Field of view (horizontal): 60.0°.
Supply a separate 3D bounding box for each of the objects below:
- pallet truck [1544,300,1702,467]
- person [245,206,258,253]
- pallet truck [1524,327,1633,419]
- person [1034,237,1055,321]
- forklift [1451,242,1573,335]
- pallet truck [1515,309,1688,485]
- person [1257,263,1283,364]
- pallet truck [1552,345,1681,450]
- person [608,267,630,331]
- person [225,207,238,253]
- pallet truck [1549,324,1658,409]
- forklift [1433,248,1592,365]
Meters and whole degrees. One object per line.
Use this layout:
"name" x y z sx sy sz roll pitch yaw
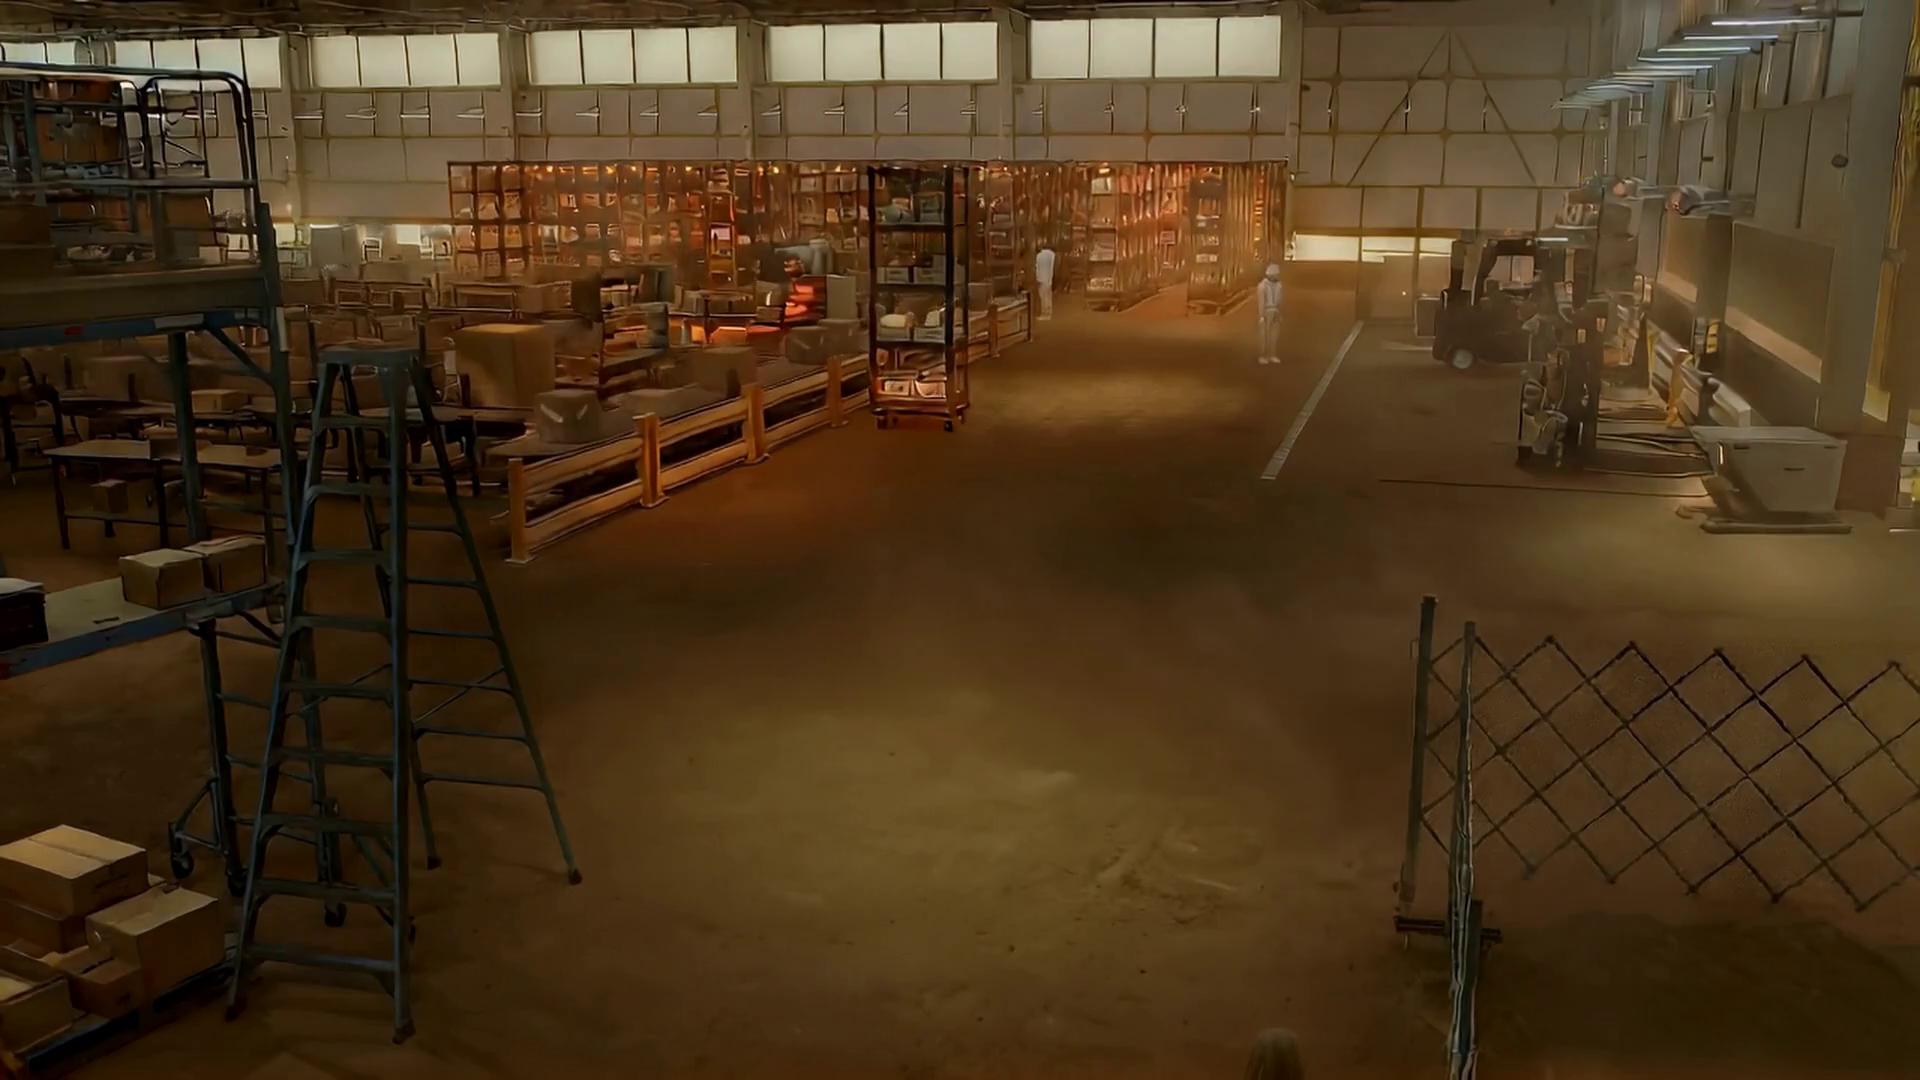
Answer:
"pallet truck" 8.263 -1.952 20.631 1.885 1.965 0.823 5 14 20
"person" -27.372 -11.996 64.410 0.566 1.826 0.629 -3 13 -13
"pallet truck" 9.065 -2.460 24.370 1.522 1.261 0.704 3 13 14
"person" 1.942 -6.015 38.366 0.410 1.913 0.651 6 14 26
"forklift" 10.464 -4.597 31.405 2.680 1.987 1.157 4 14 16
"pallet truck" 7.554 -1.677 19.446 1.885 1.965 0.823 3 13 14
"person" 5.701 -4.157 30.518 0.589 1.832 0.404 -10 16 -37
"pallet truck" 8.641 -1.896 21.908 1.630 1.274 0.653 4 14 16
"person" -6.215 -4.088 30.373 0.523 1.765 0.316 9 16 33
"person" -25.600 -10.708 58.494 0.415 1.985 0.611 2 13 10
"pallet truck" 9.824 -2.669 25.407 1.601 1.201 0.680 4 14 16
"forklift" 9.780 -4.111 29.280 2.680 1.987 1.157 3 13 14
